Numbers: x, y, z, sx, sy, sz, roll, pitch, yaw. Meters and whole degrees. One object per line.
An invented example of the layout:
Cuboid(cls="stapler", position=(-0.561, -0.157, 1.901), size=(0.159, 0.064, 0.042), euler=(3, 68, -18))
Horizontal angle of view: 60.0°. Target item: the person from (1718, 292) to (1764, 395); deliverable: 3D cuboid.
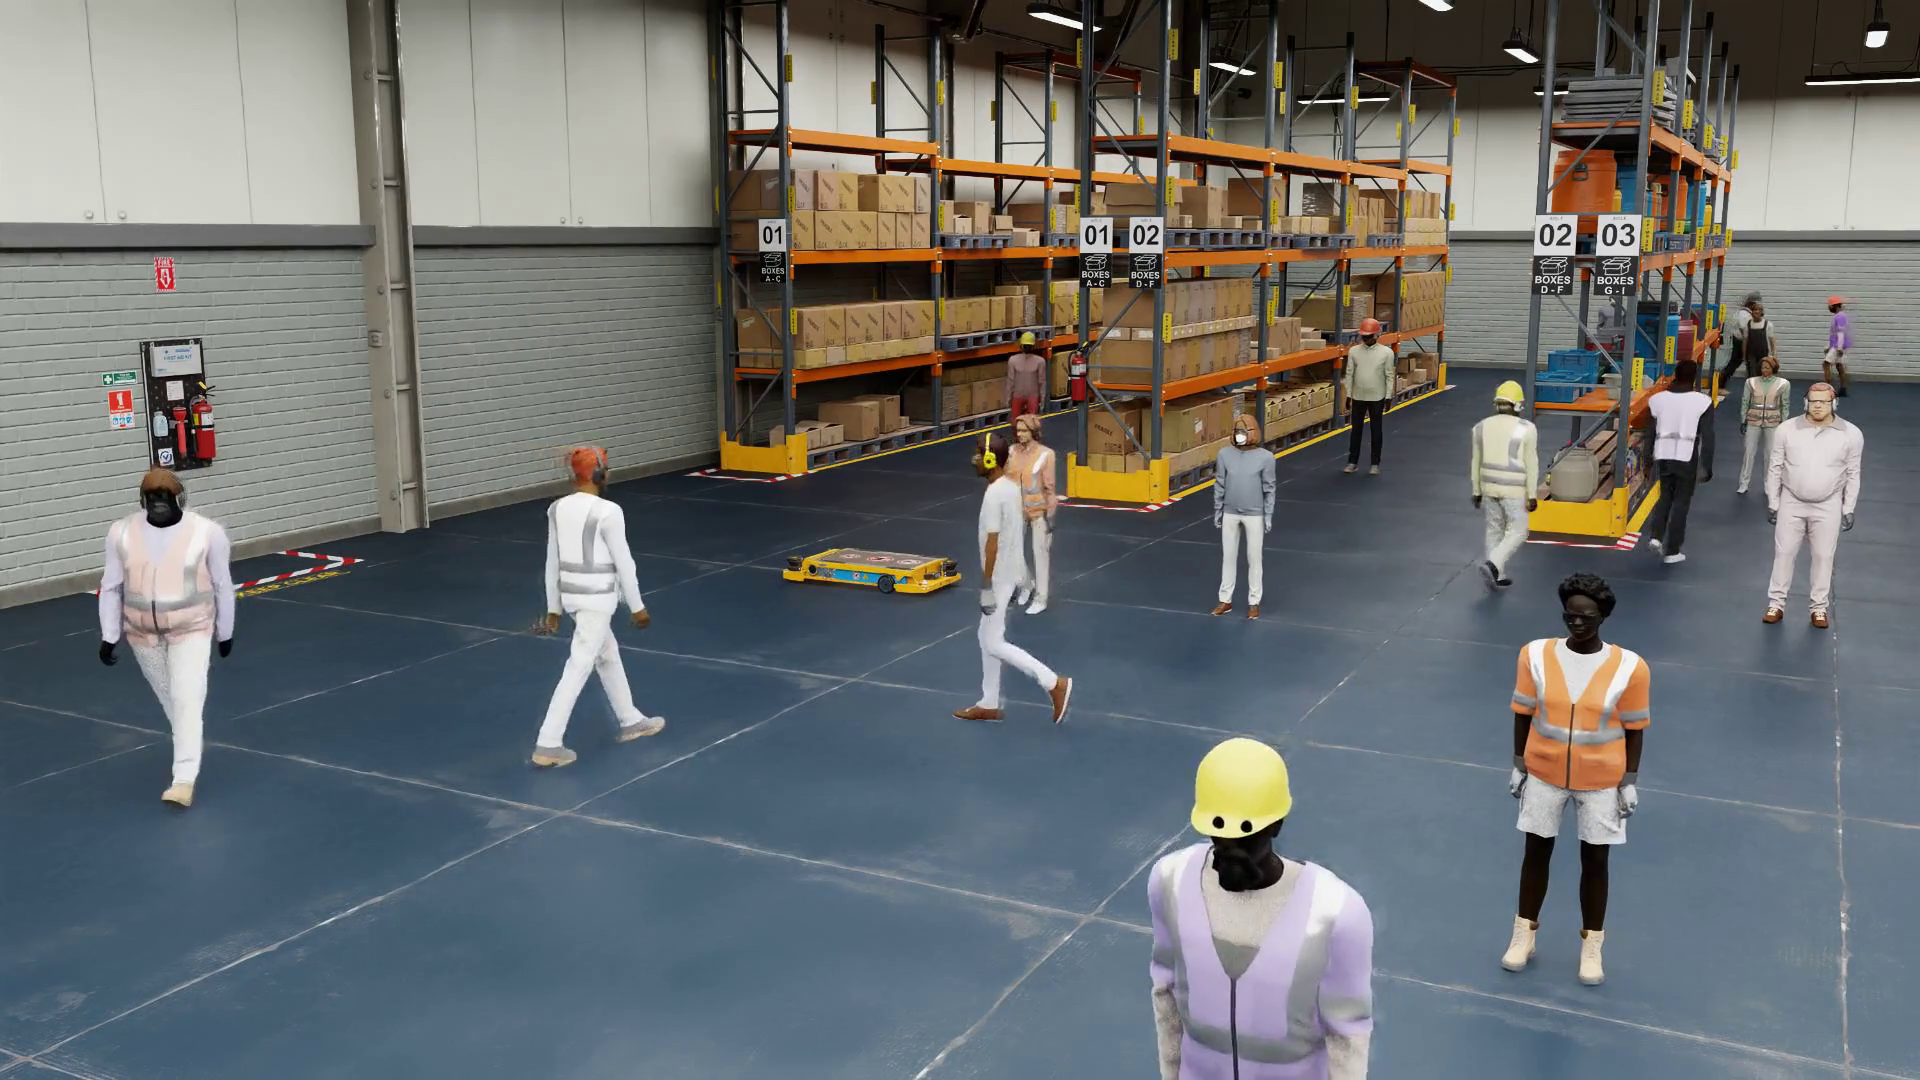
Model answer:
Cuboid(cls="person", position=(14.856, -3.736, 31.459), size=(1.051, 2.000, 0.687), euler=(10, 14, 44))

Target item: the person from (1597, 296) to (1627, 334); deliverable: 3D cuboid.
Cuboid(cls="person", position=(13.124, -4.045, 33.425), size=(0.629, 1.940, 0.378), euler=(6, 12, 29))

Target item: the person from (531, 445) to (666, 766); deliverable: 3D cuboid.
Cuboid(cls="person", position=(-2.153, 0.368, 9.682), size=(0.573, 1.832, 1.000), euler=(9, 14, 41))

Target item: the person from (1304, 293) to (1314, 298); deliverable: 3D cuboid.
Cuboid(cls="person", position=(7.411, -4.381, 35.655), size=(0.615, 1.798, 0.831), euler=(4, 11, 20))

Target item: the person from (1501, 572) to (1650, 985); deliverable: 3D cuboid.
Cuboid(cls="person", position=(2.504, 0.962, 6.780), size=(0.535, 1.697, 0.321), euler=(6, 12, 29))

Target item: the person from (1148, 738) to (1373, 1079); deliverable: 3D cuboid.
Cuboid(cls="person", position=(0.733, 1.366, 4.136), size=(0.594, 1.864, 0.968), euler=(5, 12, 27))

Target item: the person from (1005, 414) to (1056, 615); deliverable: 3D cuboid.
Cuboid(cls="person", position=(0.557, -0.201, 13.309), size=(0.528, 1.624, 0.371), euler=(7, 13, 34))

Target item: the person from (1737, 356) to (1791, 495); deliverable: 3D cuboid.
Cuboid(cls="person", position=(9.435, -1.345, 19.524), size=(0.515, 1.638, 0.315), euler=(6, 12, 29))

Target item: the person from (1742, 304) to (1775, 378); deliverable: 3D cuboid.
Cuboid(cls="person", position=(14.369, -3.342, 29.938), size=(0.548, 1.813, 0.658), euler=(7, 12, 32))

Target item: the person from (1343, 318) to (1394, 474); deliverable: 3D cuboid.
Cuboid(cls="person", position=(5.203, -1.826, 21.197), size=(0.613, 1.985, 0.402), euler=(6, 12, 29))

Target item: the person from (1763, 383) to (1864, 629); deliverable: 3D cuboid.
Cuboid(cls="person", position=(6.610, -0.268, 12.916), size=(0.643, 1.910, 0.400), euler=(6, 12, 29))

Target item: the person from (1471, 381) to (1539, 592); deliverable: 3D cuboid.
Cuboid(cls="person", position=(4.582, -0.436, 14.073), size=(0.561, 1.817, 0.607), euler=(-8, 13, -38))

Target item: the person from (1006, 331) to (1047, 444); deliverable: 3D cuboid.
Cuboid(cls="person", position=(0.894, -1.919, 22.301), size=(0.552, 1.752, 0.357), euler=(2, 11, 8))

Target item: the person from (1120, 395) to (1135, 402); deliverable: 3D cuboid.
Cuboid(cls="person", position=(2.480, -2.355, 24.052), size=(0.634, 1.986, 1.061), euler=(8, 13, 37))

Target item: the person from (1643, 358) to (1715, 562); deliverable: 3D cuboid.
Cuboid(cls="person", position=(6.686, -0.732, 15.475), size=(0.453, 1.898, 0.595), euler=(-9, 14, -42))

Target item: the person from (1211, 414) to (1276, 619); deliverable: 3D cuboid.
Cuboid(cls="person", position=(2.255, -0.189, 13.229), size=(0.501, 1.633, 0.285), euler=(6, 12, 29))

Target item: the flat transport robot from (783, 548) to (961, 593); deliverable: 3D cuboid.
Cuboid(cls="flat transport robot", position=(-0.771, 0.253, 14.536), size=(1.431, 0.197, 0.652), euler=(5, 12, 27))

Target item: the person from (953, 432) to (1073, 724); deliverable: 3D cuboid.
Cuboid(cls="person", position=(0.324, 0.258, 10.241), size=(0.715, 1.843, 0.554), euler=(2, 11, 13))

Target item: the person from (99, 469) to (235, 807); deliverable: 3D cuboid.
Cuboid(cls="person", position=(-4.294, 0.510, 9.007), size=(0.628, 1.792, 0.974), euler=(-1, 10, -5))

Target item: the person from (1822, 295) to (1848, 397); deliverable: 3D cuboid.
Cuboid(cls="person", position=(16.419, -3.643, 31.310), size=(0.731, 1.902, 0.574), euler=(6, 12, 30))
